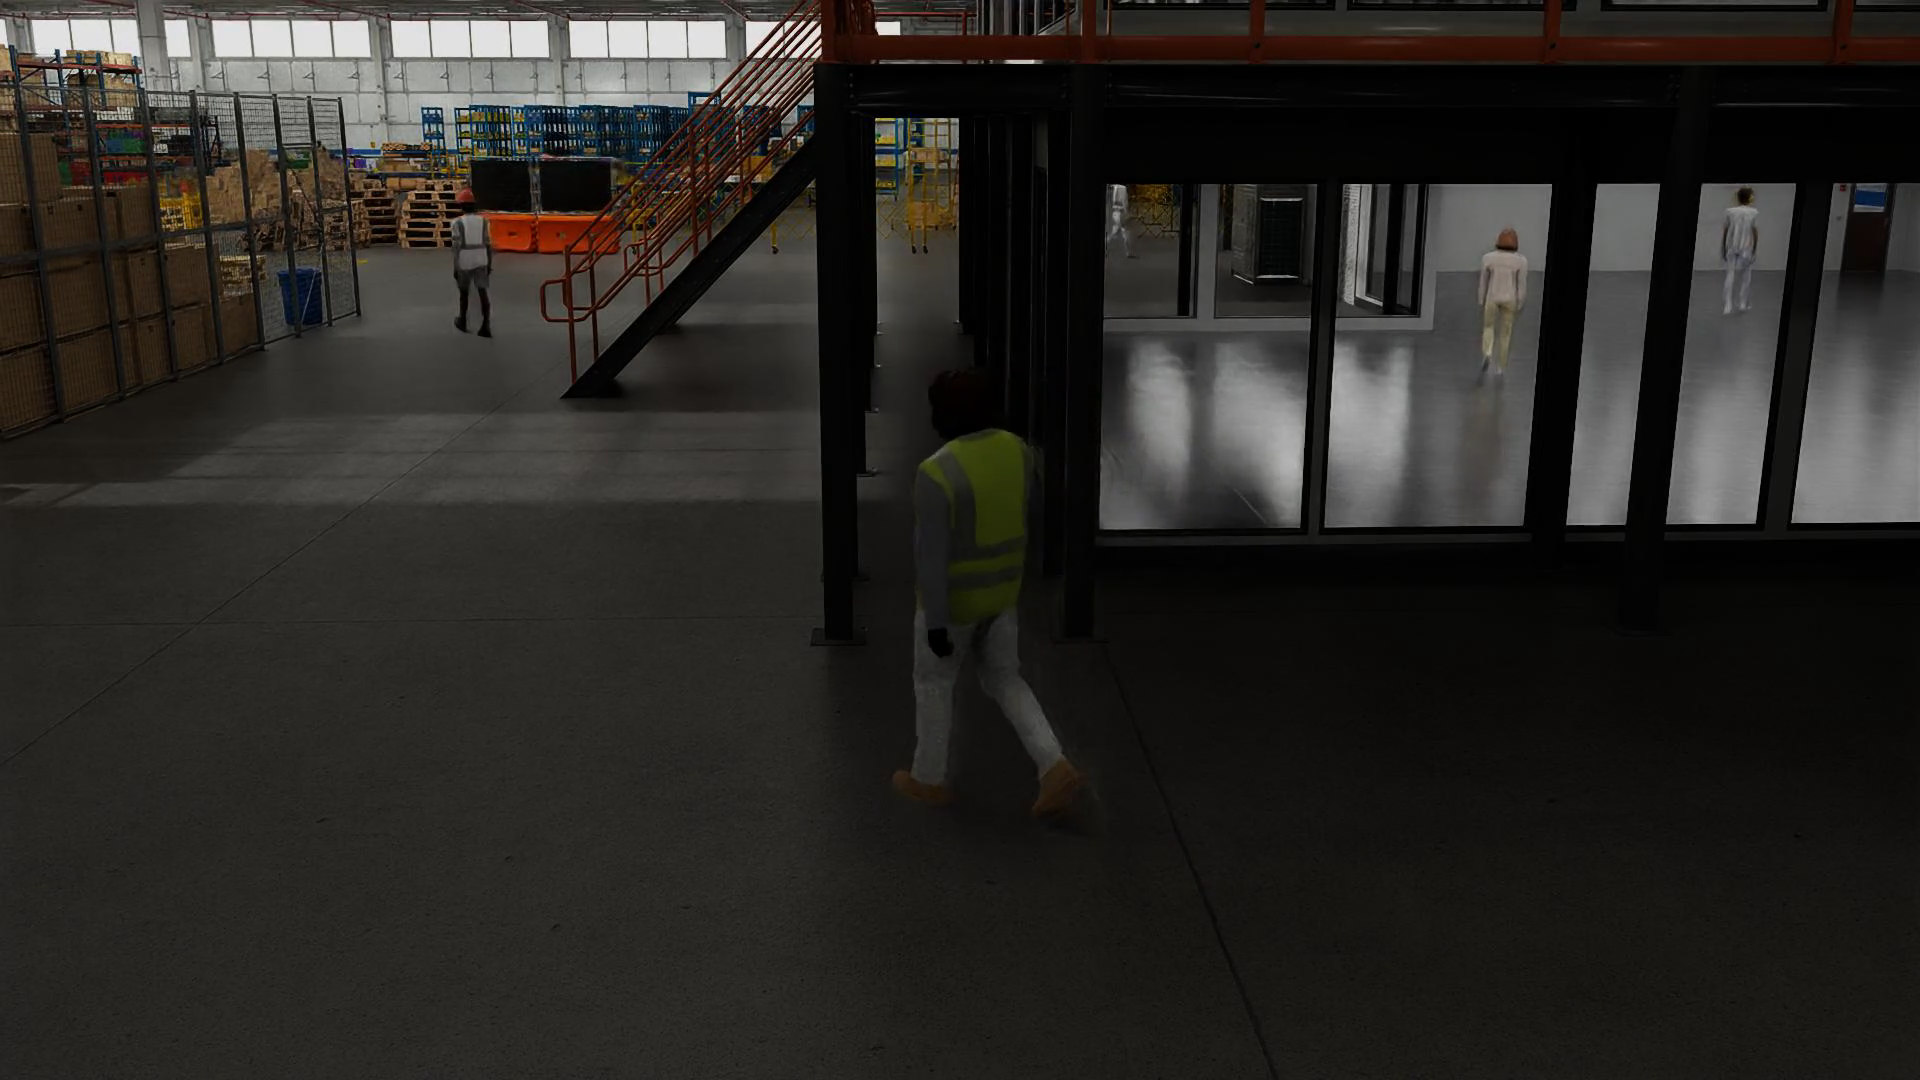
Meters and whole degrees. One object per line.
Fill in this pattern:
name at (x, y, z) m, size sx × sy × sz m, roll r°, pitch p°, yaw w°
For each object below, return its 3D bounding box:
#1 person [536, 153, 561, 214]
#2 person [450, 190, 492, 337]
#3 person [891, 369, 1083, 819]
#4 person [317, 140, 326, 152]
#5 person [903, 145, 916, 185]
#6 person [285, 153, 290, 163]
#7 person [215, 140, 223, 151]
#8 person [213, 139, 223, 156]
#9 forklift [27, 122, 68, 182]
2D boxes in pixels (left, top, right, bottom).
person at (-10.292, -8.566, 41.299) m, size 0.641 × 2.023 × 0.647 m, roll 10°, pitch 17°, yaw 36°
person at (-6.443, -3.646, 21.916) m, size 0.572 × 1.882 × 0.978 m, roll -9°, pitch 17°, yaw -33°
person at (0.093, 0.233, 6.573) m, size 0.628 × 1.815 × 0.818 m, roll -13°, pitch 19°, yaw -42°
person at (-35.959, -21.533, 93.509) m, size 0.634 × 1.839 × 0.429 m, roll 5°, pitch 15°, yaw 18°
person at (-2.291, -16.986, 75.347) m, size 0.588 × 1.833 × 0.404 m, roll 2°, pitch 14°, yaw 8°
person at (-22.801, -12.214, 56.413) m, size 0.545 × 1.754 × 0.364 m, roll 2°, pitch 14°, yaw 8°
person at (-38.185, -19.604, 85.602) m, size 0.623 × 1.924 × 0.690 m, roll 14°, pitch 19°, yaw 43°
person at (-38.289, -19.693, 85.837) m, size 0.383 × 1.993 × 0.622 m, roll 7°, pitch 16°, yaw 27°
forklift at (-35.376, -14.773, 64.377) m, size 1.129 × 2.768 × 1.873 m, roll -1°, pitch 14°, yaw -2°
